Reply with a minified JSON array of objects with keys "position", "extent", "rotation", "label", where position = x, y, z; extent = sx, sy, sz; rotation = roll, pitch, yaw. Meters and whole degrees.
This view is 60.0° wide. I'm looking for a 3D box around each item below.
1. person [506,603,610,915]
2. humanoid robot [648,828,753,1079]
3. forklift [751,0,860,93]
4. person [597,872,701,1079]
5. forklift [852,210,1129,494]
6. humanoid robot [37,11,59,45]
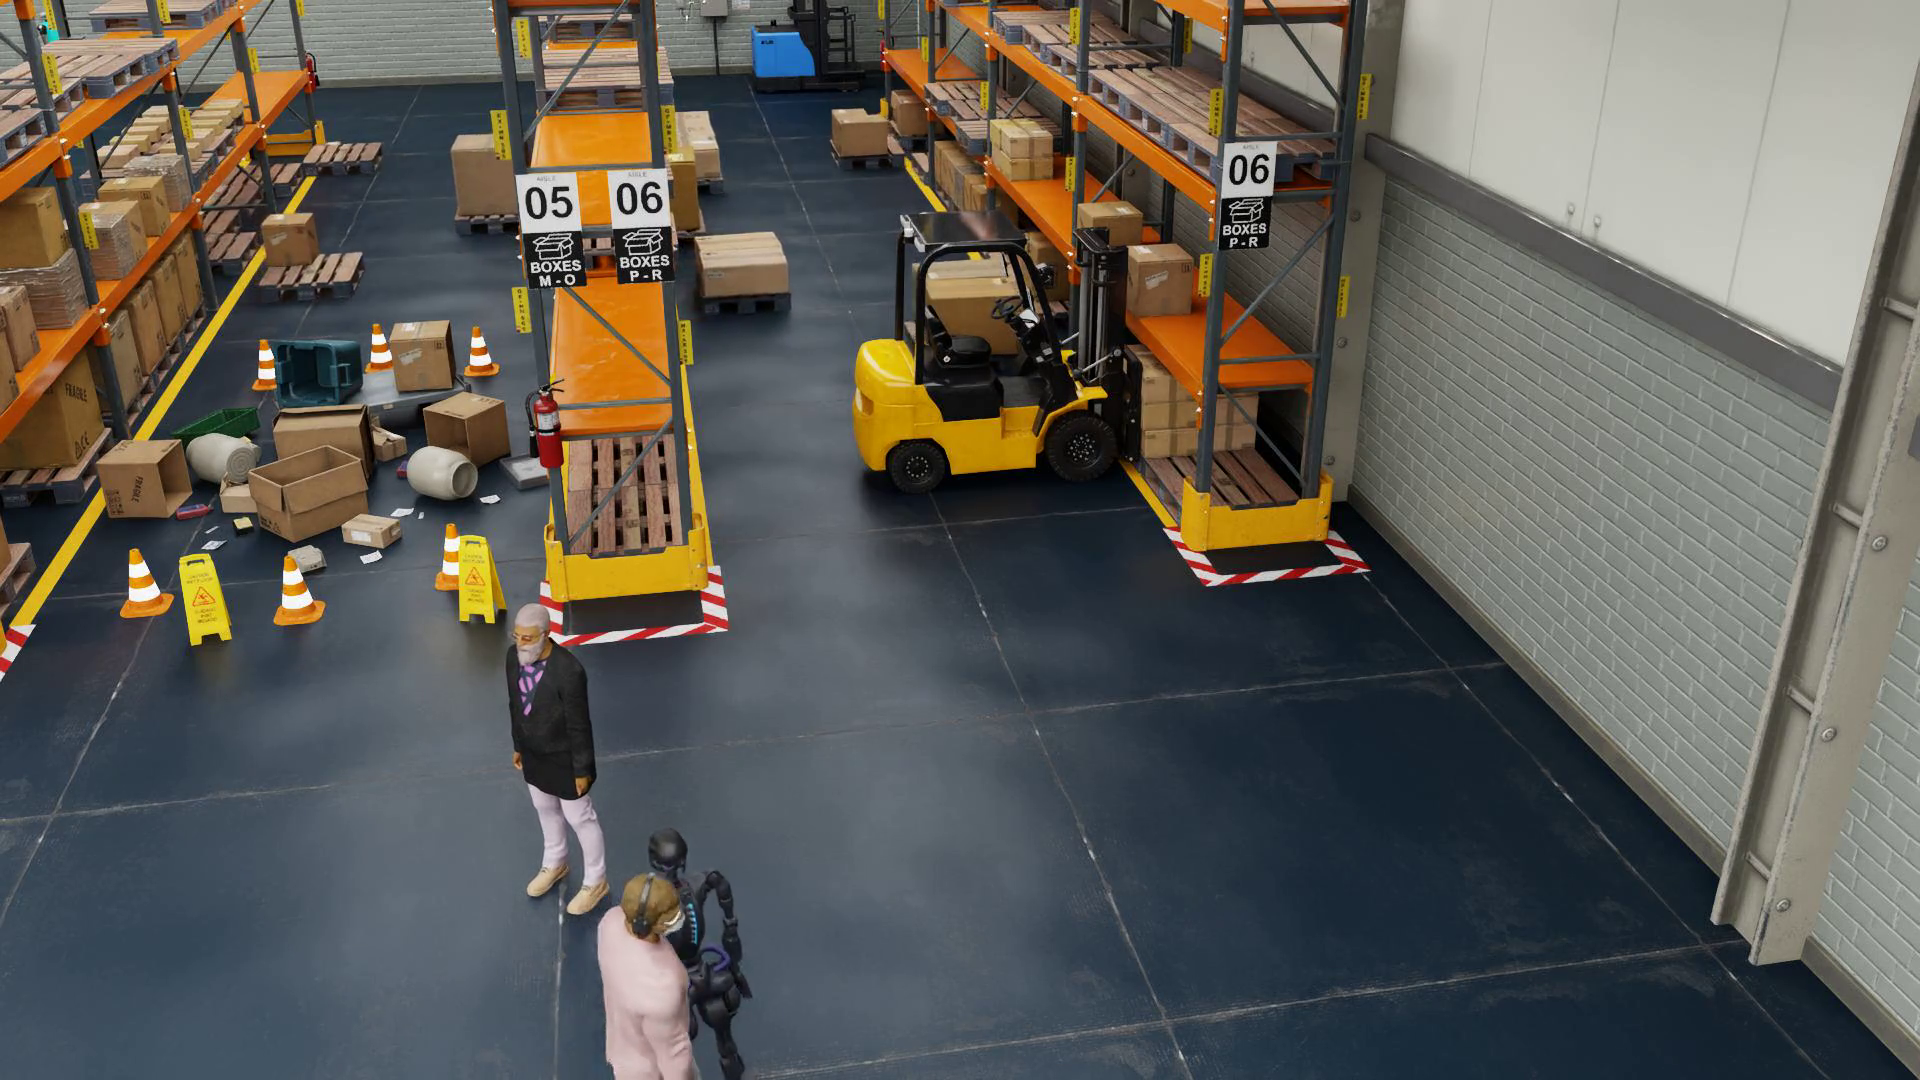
[{"position":[-2.165,1.148,8.921],"extent":[0.544,1.850,0.409],"rotation":[15,30,29],"label":"person"},{"position":[-1.177,2.005,7.332],"extent":[0.610,1.631,0.401],"rotation":[-21,32,-36],"label":"humanoid robot"},{"position":[-2.872,-9.679,30.288],"extent":[1.873,2.768,1.129],"rotation":[-5,26,-10],"label":"forklift"},{"position":[-1.311,2.142,6.799],"extent":[0.937,1.892,0.640],"rotation":[-14,29,-26],"label":"person"},{"position":[0.216,-1.659,14.366],"extent":[2.313,2.155,1.214],"rotation":[-5,26,-10],"label":"forklift"},{"position":[-14.979,-8.047,28.033],"extent":[0.735,1.681,0.533],"rotation":[2,26,4],"label":"humanoid robot"}]
